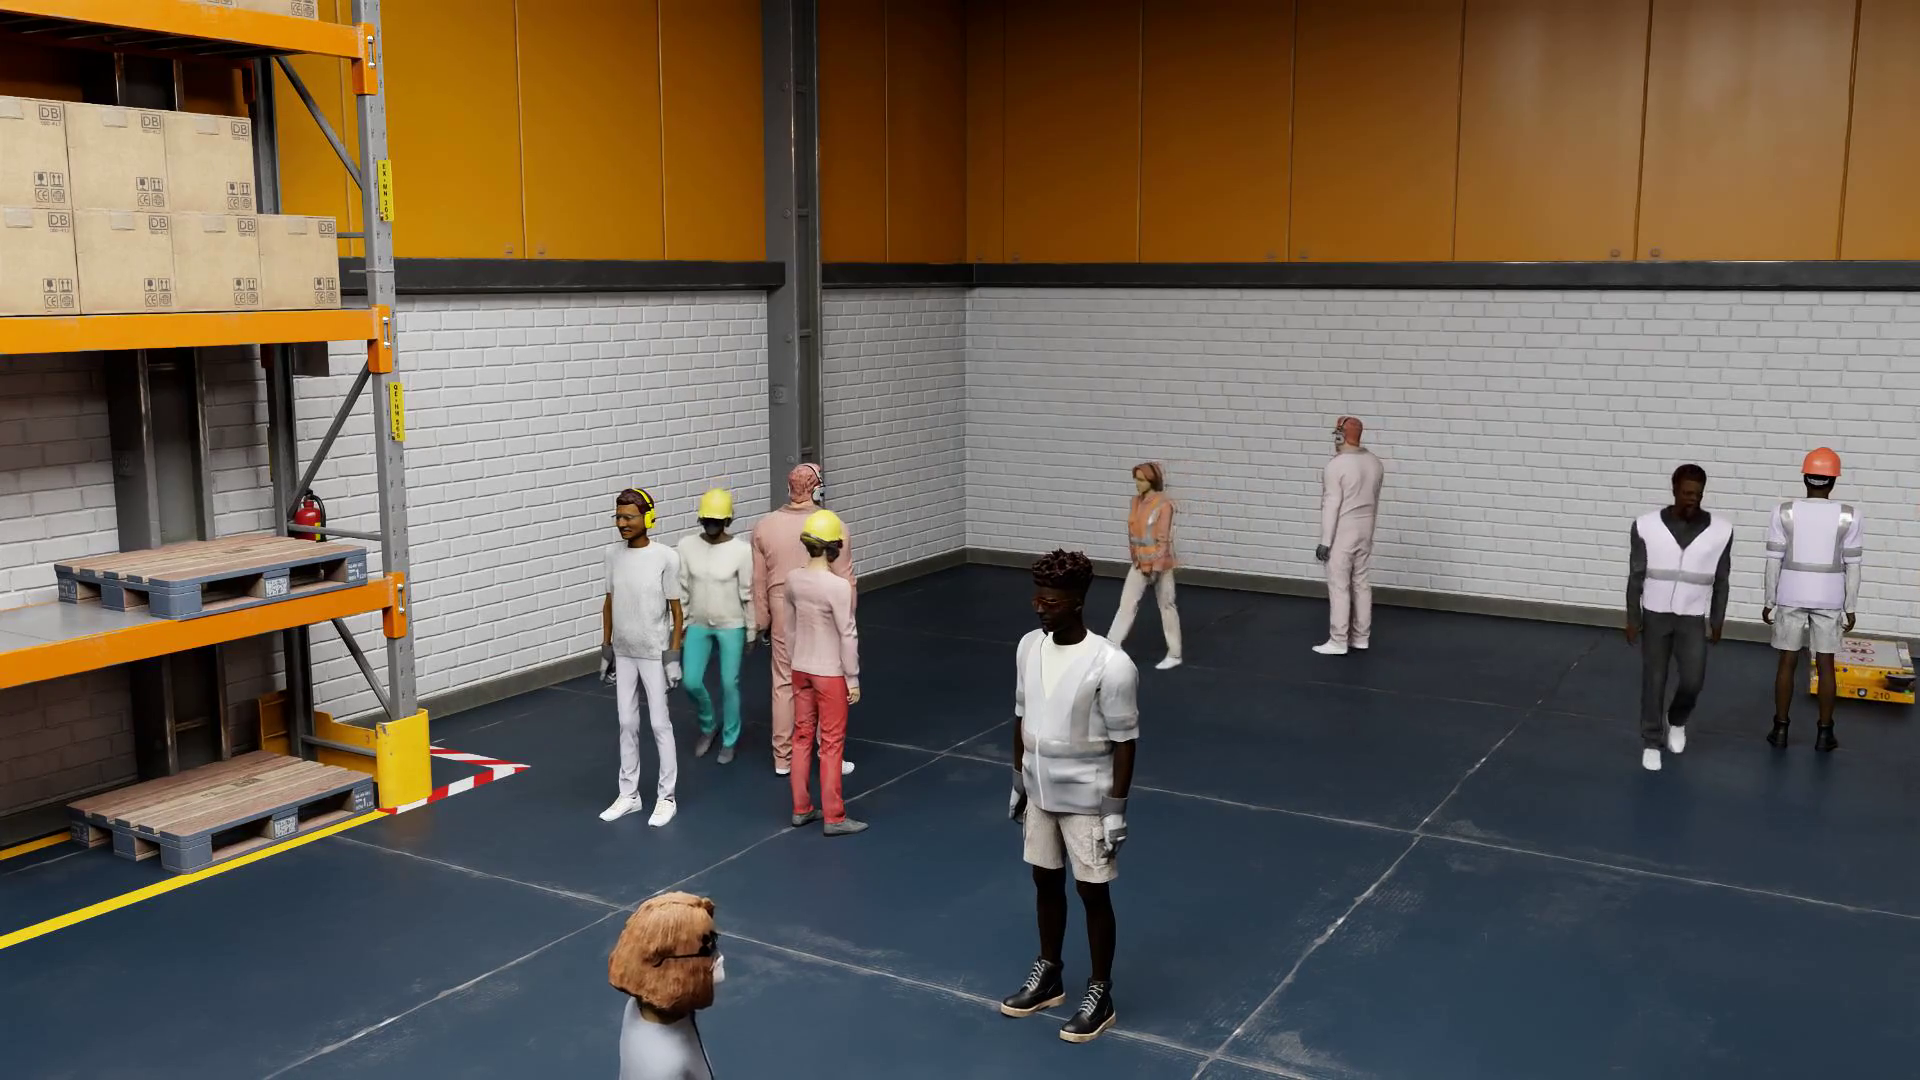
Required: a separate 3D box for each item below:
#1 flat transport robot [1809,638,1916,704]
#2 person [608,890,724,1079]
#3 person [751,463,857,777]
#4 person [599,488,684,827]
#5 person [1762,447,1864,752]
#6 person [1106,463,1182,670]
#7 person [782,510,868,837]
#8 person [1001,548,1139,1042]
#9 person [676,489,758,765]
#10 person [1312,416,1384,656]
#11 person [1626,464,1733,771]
[{"bbox_3d":[6.662,0.931,12.317,0.652,0.197,1.431,5,10,26],"label":"flat transport robot"},{"bbox_3d":[-0.668,1.604,3.875,0.287,1.632,0.501,-2,9,-13],"label":"person"},{"bbox_3d":[-0.915,0.488,9.997,0.650,1.906,0.401,3,10,17],"label":"person"},{"bbox_3d":[-1.765,0.640,9.158,0.524,1.871,0.325,3,10,20],"label":"person"},{"bbox_3d":[5.418,0.375,10.603,0.549,1.936,0.376,5,10,27],"label":"person"},{"bbox_3d":[1.355,0.222,12.590,0.858,1.597,0.531,-5,11,-30],"label":"person"},{"bbox_3d":[-0.732,0.717,9.006,0.533,1.766,0.315,8,12,42],"label":"person"},{"bbox_3d":[0.428,0.999,6.613,0.364,1.964,0.611,-8,12,-43],"label":"person"},{"bbox_3d":[-1.494,0.536,10.193,0.547,1.737,0.455,2,9,11],"label":"person"},{"bbox_3d":[3.069,-0.033,13.248,0.650,1.906,0.402,-7,11,-36],"label":"person"},{"bbox_3d":[4.374,0.465,10.175,0.581,1.904,0.468,3,10,18],"label":"person"}]
